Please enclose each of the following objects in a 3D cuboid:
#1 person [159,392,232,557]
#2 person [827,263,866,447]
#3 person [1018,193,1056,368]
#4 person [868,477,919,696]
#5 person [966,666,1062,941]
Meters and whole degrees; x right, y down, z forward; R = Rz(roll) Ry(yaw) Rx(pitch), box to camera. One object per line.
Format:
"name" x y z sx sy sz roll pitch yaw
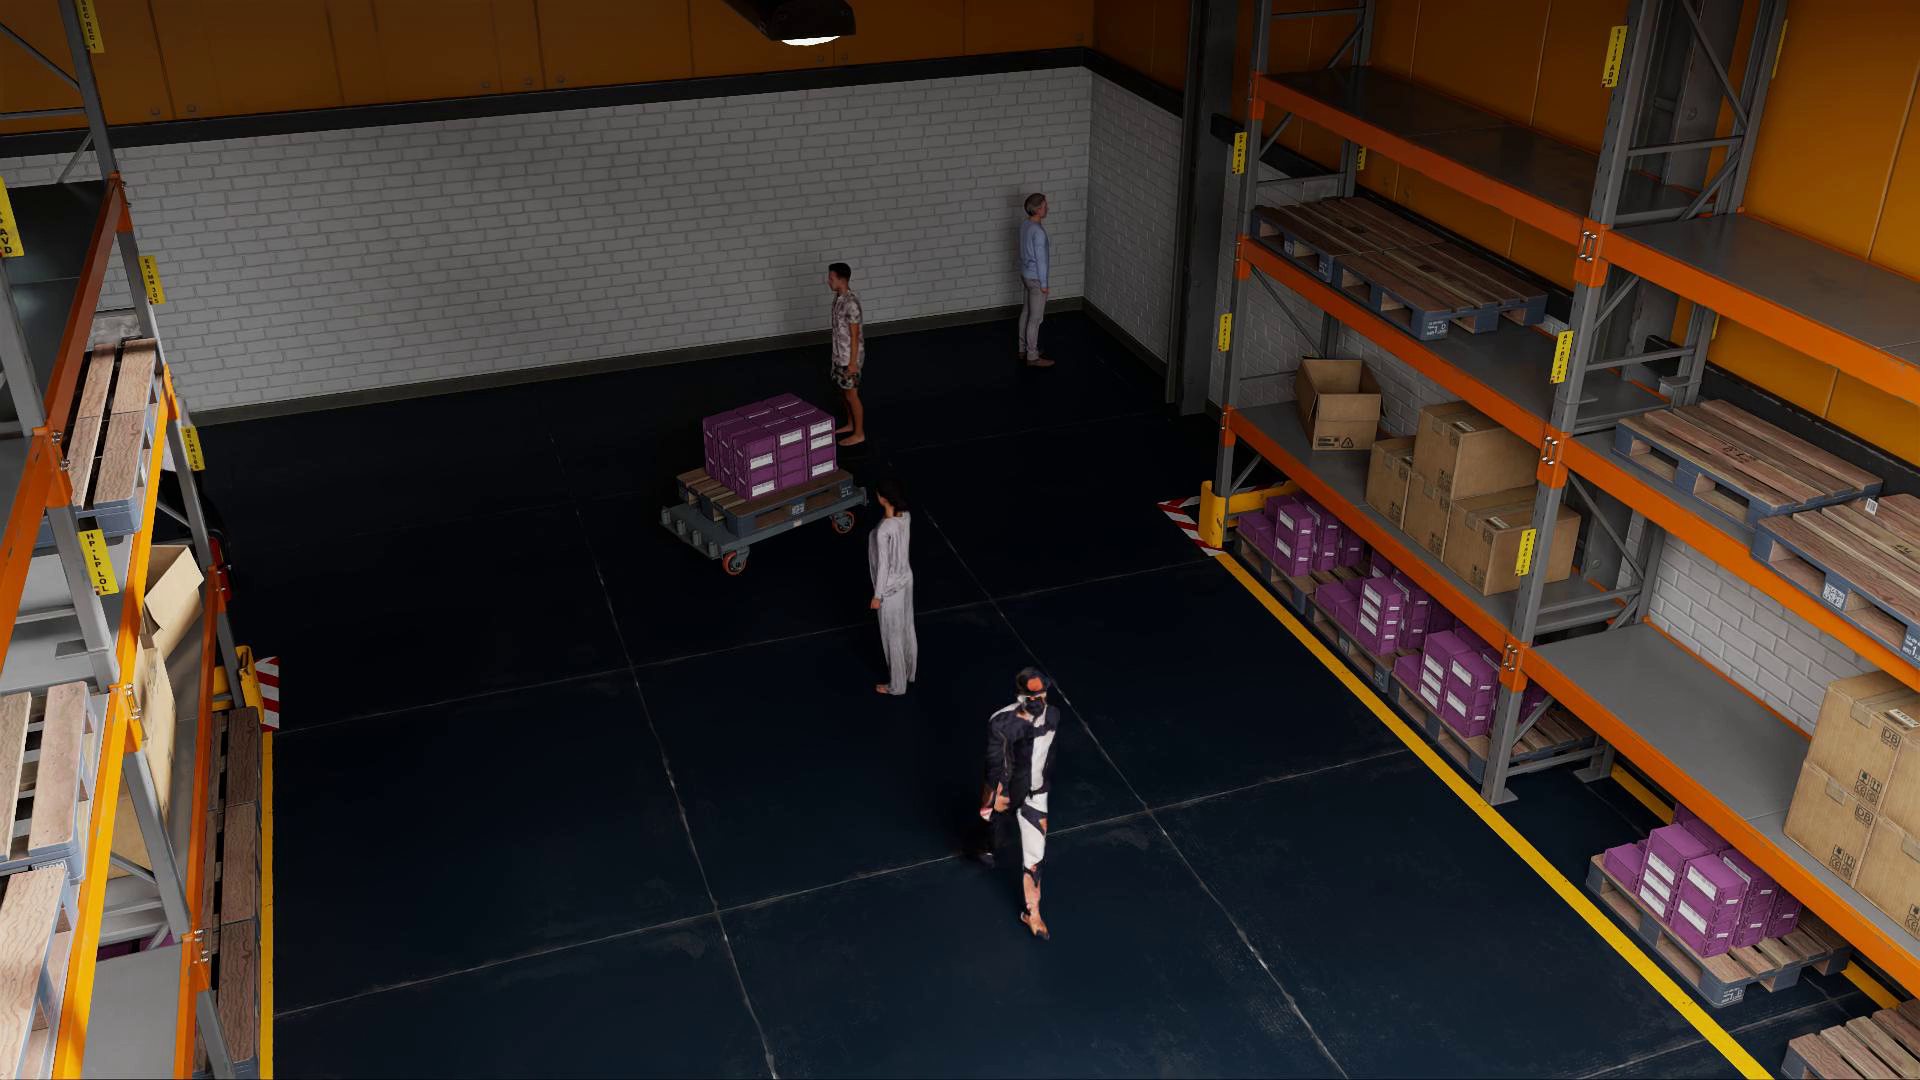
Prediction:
"person" -6.539 -0.607 14.008 0.997 1.779 0.903 16 33 27
"person" -1.080 -1.833 16.223 0.731 1.810 0.505 -11 30 -19
"person" 0.805 -2.816 17.937 0.745 1.893 0.537 -7 29 -12
"person" -0.482 0.336 12.284 0.729 1.773 0.672 13 31 23
"person" 0.297 1.491 10.093 0.748 1.844 1.184 -14 31 -23
